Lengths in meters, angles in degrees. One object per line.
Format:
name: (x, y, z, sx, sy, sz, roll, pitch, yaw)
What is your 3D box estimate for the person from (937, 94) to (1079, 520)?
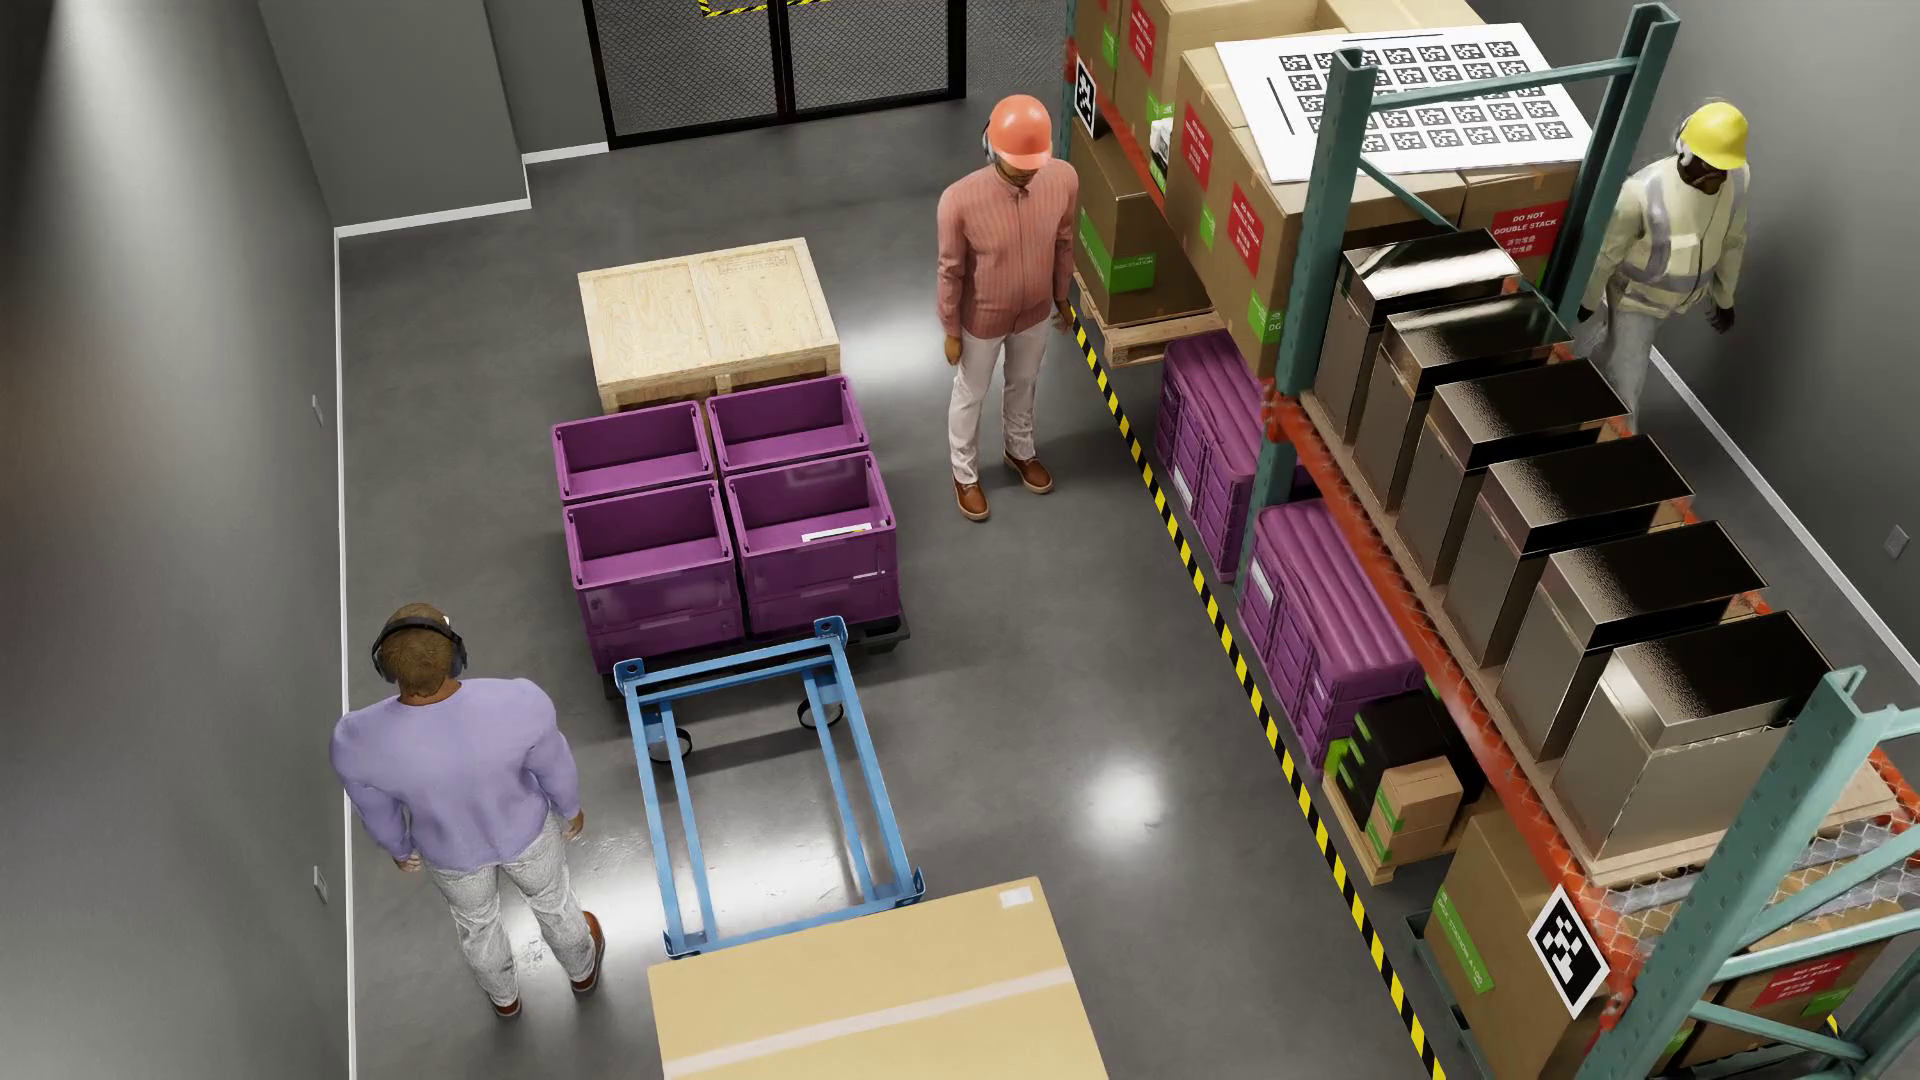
person: (0.198, -0.921, 6.697, 0.613, 1.992, 0.397, -20, 51, -18)

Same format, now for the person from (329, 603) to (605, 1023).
person: (-1.457, 0.872, 5.086, 0.631, 1.939, 0.370, -13, 49, -12)

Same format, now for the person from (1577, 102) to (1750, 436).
person: (2.939, -0.998, 6.904, 0.593, 1.785, 0.915, -16, 49, -14)
